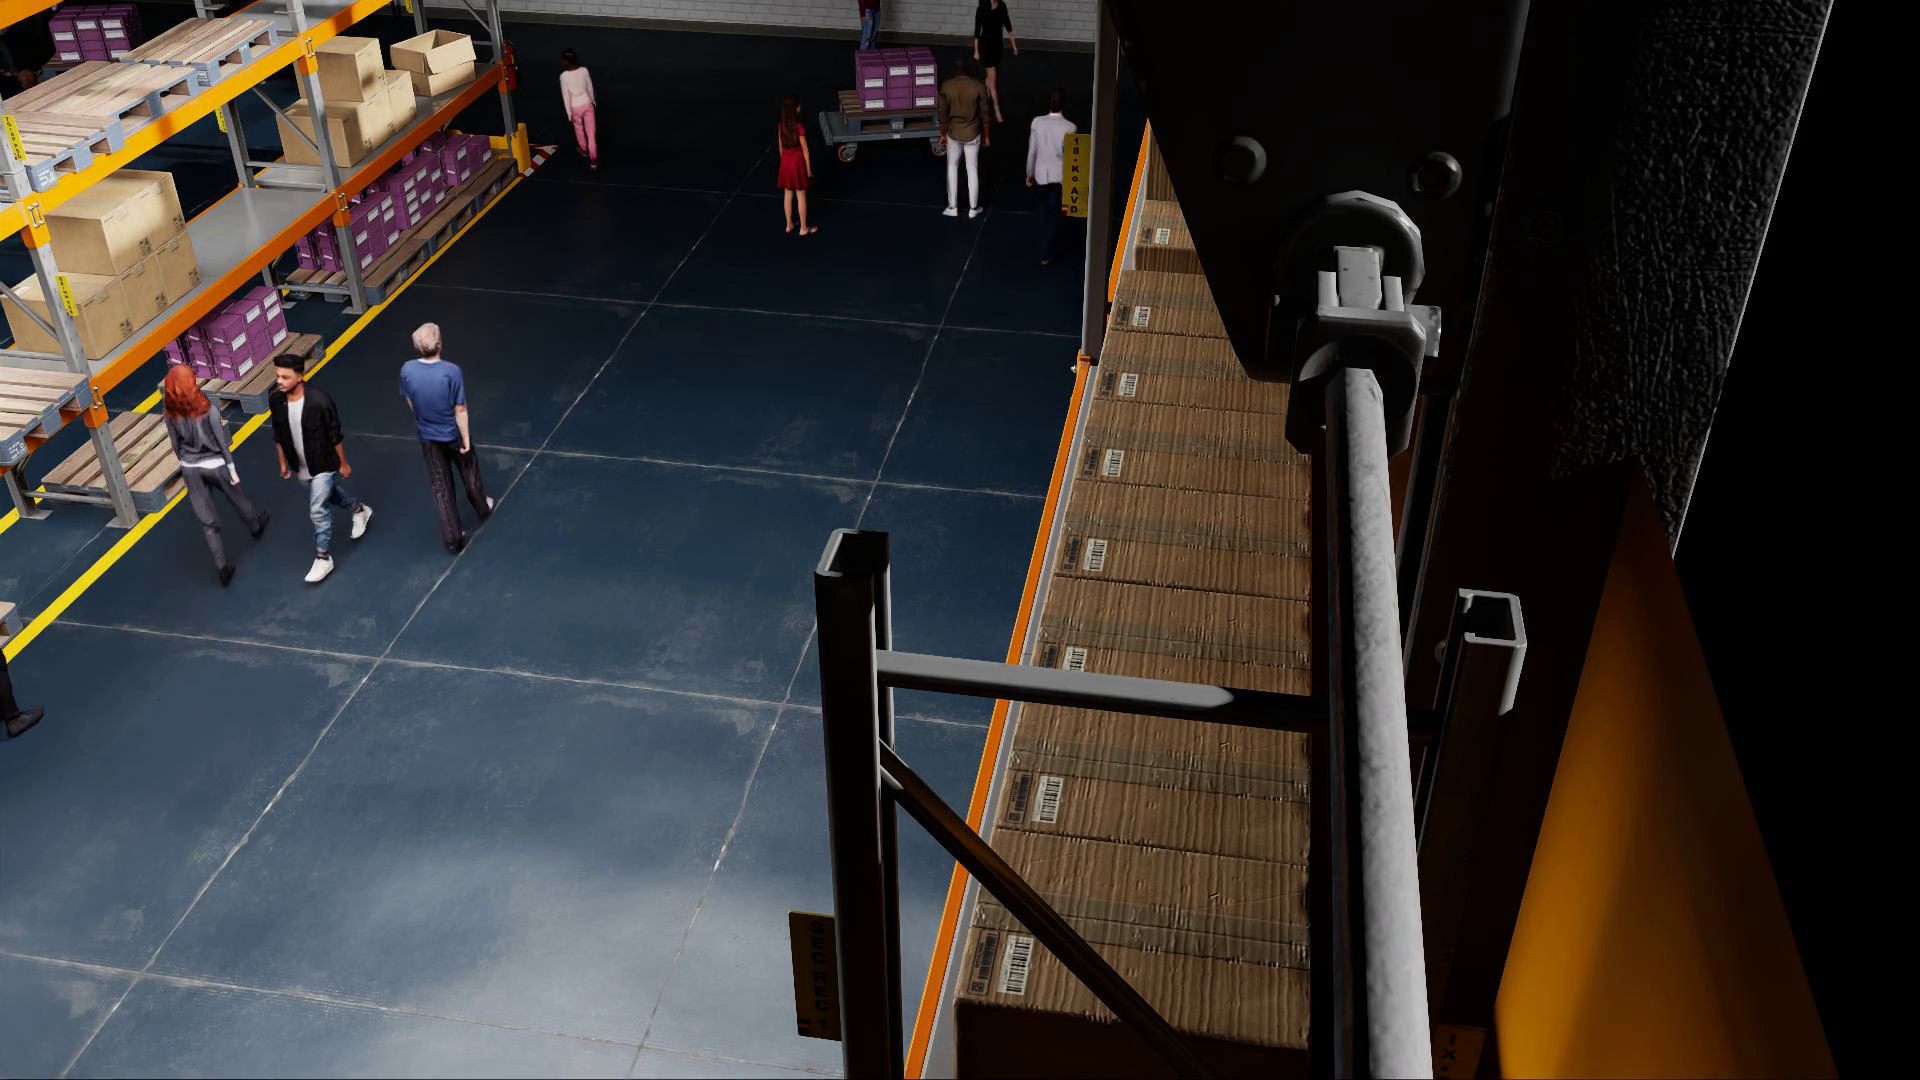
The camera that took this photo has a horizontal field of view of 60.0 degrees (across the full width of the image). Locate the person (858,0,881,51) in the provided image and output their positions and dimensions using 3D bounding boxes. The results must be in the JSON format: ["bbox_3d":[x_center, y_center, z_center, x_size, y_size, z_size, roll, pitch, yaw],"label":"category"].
[{"bbox_3d":[-1.231,-7.227,22.704,0.714,1.634,0.556,14,36,21],"label":"person"}]

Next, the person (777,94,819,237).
[{"bbox_3d":[-1.796,-4.076,18.036,0.637,1.553,0.696,18,38,25],"label":"person"}]

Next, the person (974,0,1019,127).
[{"bbox_3d":[0.339,-6.181,21.007,0.923,1.771,0.974,-25,41,-32],"label":"person"}]

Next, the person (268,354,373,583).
[{"bbox_3d":[-4.865,-0.653,12.690,0.787,1.771,1.190,10,35,15],"label":"person"}]

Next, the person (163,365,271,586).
[{"bbox_3d":[-5.637,-0.450,12.406,0.774,1.746,1.099,-2,34,-3],"label":"person"}]

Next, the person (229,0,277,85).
[{"bbox_3d":[-9.546,-7.052,22.276,0.817,1.815,0.649,17,37,23],"label":"person"}]

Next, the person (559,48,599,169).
[{"bbox_3d":[-4.479,-5.102,19.707,0.923,1.411,1.074,-13,36,-18],"label":"person"}]

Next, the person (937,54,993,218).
[{"bbox_3d":[0.031,-4.446,18.351,0.770,1.820,0.625,6,34,10],"label":"person"}]

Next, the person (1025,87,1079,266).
[{"bbox_3d":[0.926,-3.746,17.290,0.823,1.829,0.970,13,36,19],"label":"person"}]

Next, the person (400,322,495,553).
[{"bbox_3d":[-3.988,-0.739,12.755,0.797,1.841,1.019,-2,34,-2],"label":"person"}]
